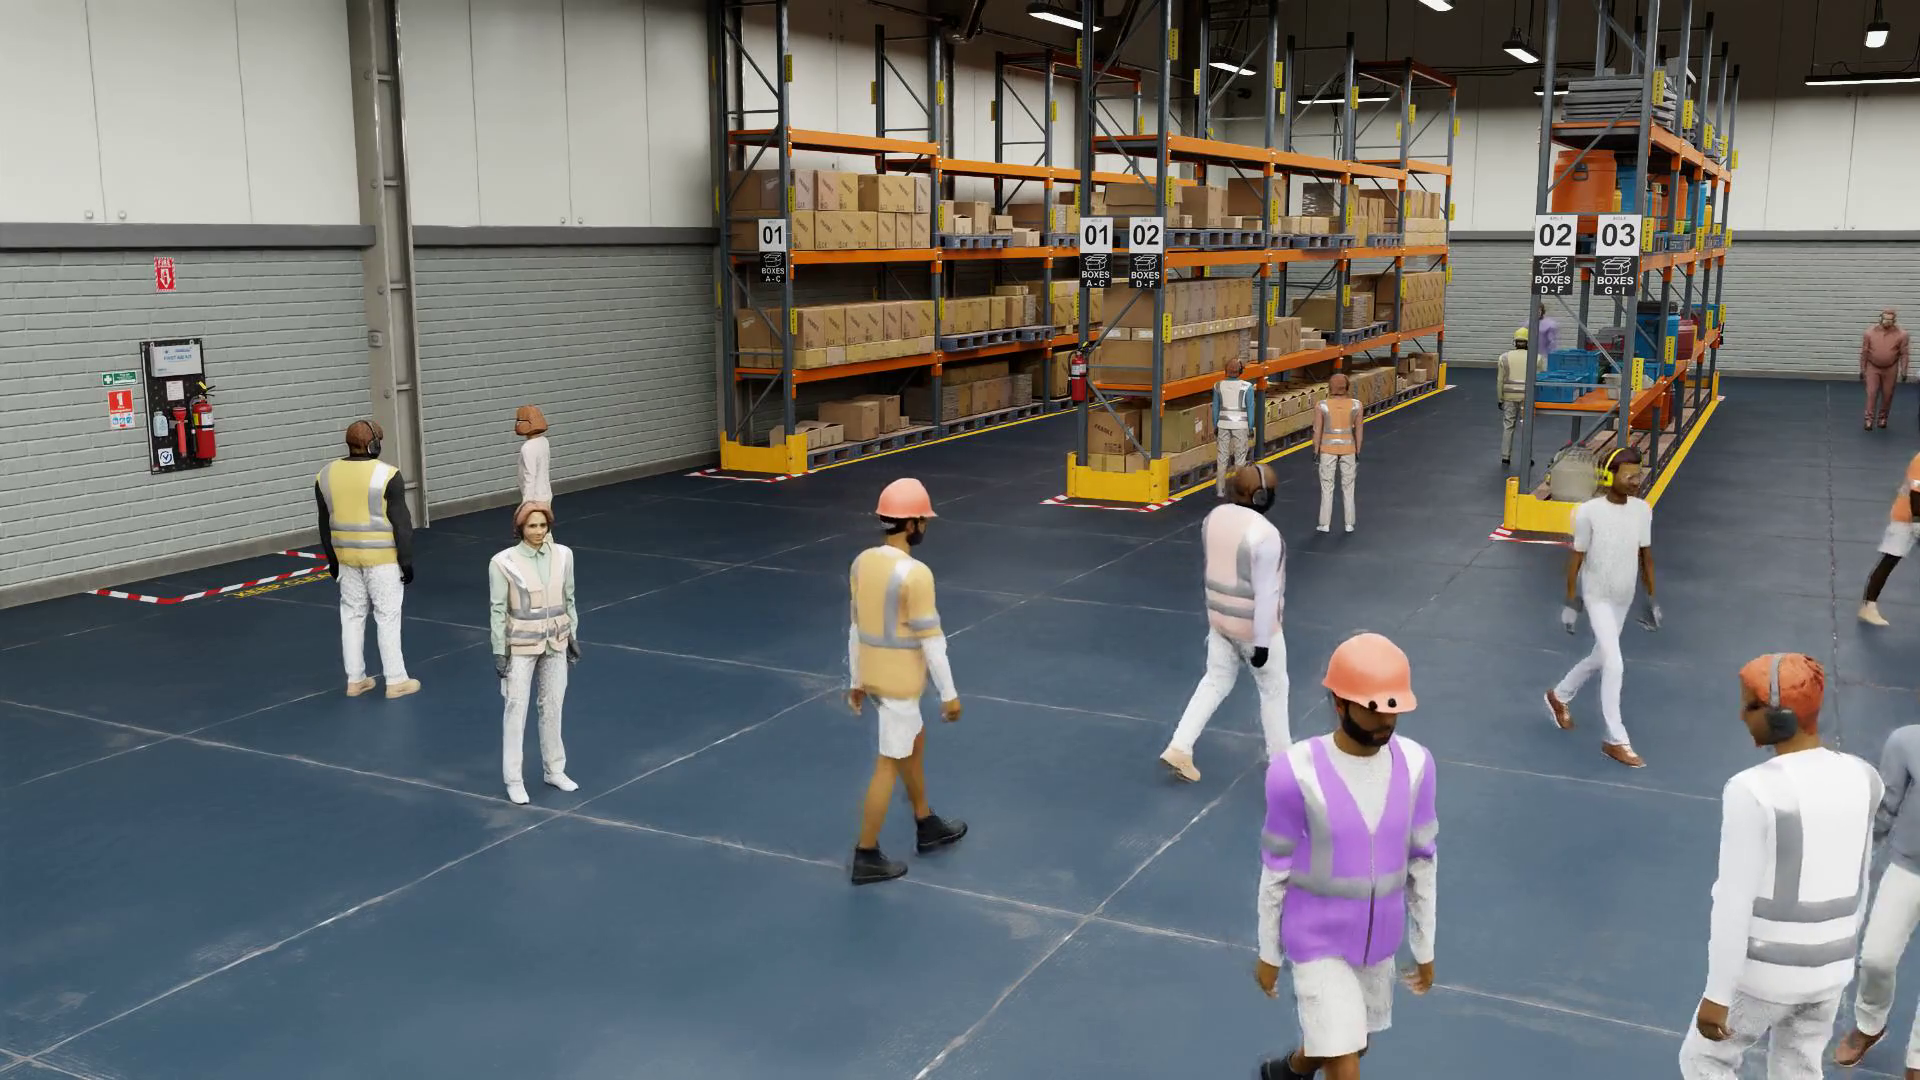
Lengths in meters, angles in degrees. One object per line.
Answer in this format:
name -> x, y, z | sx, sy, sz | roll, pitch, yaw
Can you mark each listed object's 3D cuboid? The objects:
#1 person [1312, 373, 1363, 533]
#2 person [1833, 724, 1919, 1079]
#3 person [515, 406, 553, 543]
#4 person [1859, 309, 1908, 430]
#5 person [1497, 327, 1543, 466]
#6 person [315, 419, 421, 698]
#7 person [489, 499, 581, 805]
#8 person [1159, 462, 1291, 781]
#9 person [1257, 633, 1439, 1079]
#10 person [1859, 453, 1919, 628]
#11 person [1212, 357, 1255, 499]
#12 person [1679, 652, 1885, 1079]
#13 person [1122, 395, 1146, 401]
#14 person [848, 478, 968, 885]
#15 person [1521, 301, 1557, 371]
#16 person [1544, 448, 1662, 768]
person -> 3.847, -0.877, 16.976 | 0.515, 1.636, 0.315 | 1, 10, 3
person -> 3.429, 1.184, 5.796 | 0.545, 1.613, 0.401 | 7, 12, 34
person -> -3.544, -0.303, 13.853 | 0.283, 1.633, 0.497 | 0, 10, 2
person -> 14.504, -2.672, 26.123 | 0.676, 1.919, 0.573 | 6, 12, 28
person -> 7.371, -1.875, 21.882 | 0.589, 1.832, 0.404 | 5, 12, 26
person -> -3.879, 0.125, 10.953 | 0.634, 1.841, 0.429 | 2, 11, 12
person -> -2.285, 0.591, 8.970 | 0.522, 1.636, 0.311 | -10, 15, -44
person -> 1.541, 0.462, 9.219 | 0.887, 1.809, 0.624 | -6, 12, -30
person -> 1.149, 1.173, 5.117 | 0.551, 1.903, 0.929 | -3, 11, -17
person -> 7.429, -0.130, 12.831 | 0.575, 1.649, 0.700 | -8, 13, -39
person -> 3.143, -1.275, 19.135 | 0.513, 1.641, 0.309 | 6, 12, 31
person -> 2.367, 1.234, 4.825 | 0.624, 1.866, 0.415 | -4, 11, -20
person -> 2.504, -2.154, 23.584 | 0.532, 1.768, 0.311 | 7, 13, 35
person -> -0.197, 0.653, 7.907 | 0.879, 1.902, 0.558 | -7, 12, -33
person -> 10.019, -3.183, 28.799 | 0.636, 1.918, 0.695 | 8, 13, 39
person -> 3.813, 0.337, 9.851 | 0.529, 1.833, 0.940 | -4, 11, -19
